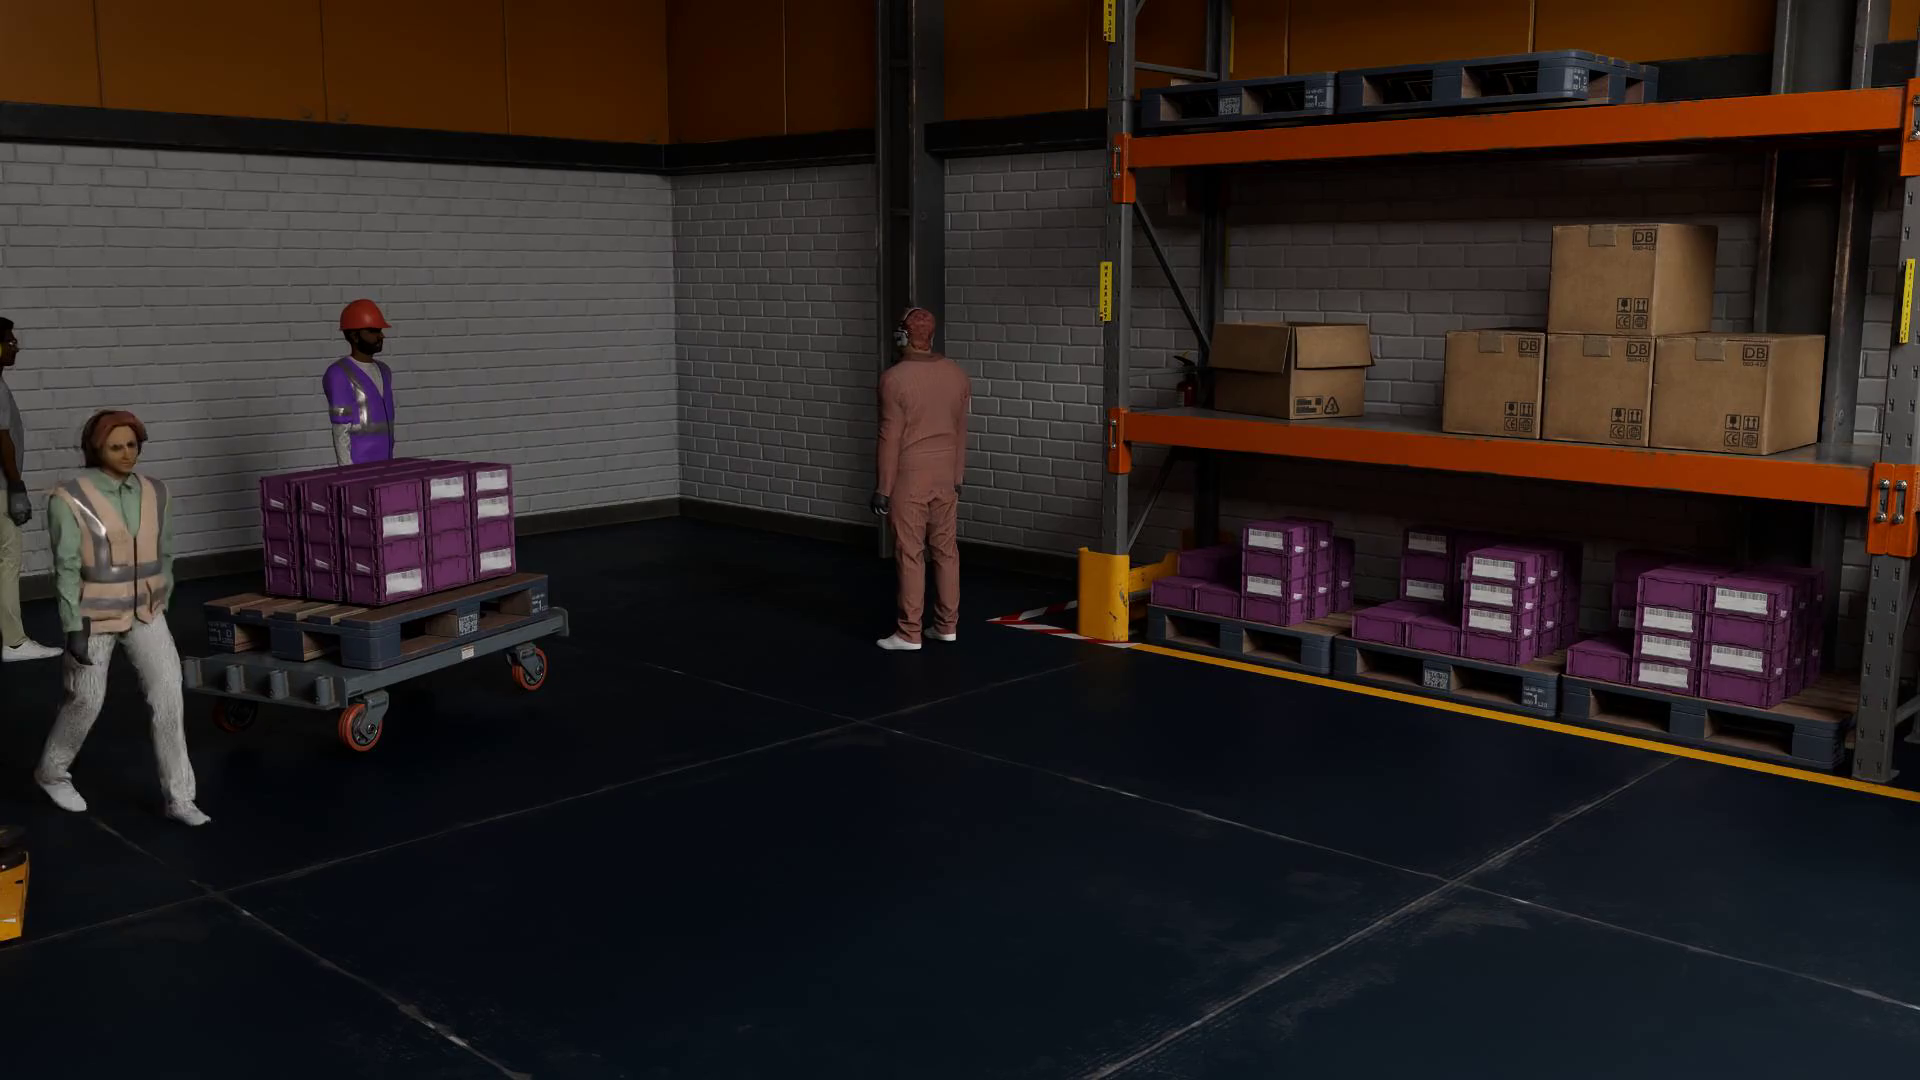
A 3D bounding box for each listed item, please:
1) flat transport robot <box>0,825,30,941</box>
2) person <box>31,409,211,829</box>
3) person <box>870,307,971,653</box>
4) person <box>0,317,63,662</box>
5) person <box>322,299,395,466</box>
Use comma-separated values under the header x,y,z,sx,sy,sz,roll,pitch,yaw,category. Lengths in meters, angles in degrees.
x,y,z,sx,sy,sz,roll,pitch,yaw,category
-3.711,1.155,5.140,1.431,0.197,0.652,-5,10,-26,flat transport robot
-3.254,0.293,6.337,0.779,1.604,0.523,5,11,28,person
-0.243,-0.332,9.252,0.637,1.911,0.406,-9,13,-42,person
-5.205,-0.278,9.036,0.521,1.873,0.335,8,12,41,person
-3.493,-0.446,9.853,0.354,1.942,0.545,2,9,12,person
